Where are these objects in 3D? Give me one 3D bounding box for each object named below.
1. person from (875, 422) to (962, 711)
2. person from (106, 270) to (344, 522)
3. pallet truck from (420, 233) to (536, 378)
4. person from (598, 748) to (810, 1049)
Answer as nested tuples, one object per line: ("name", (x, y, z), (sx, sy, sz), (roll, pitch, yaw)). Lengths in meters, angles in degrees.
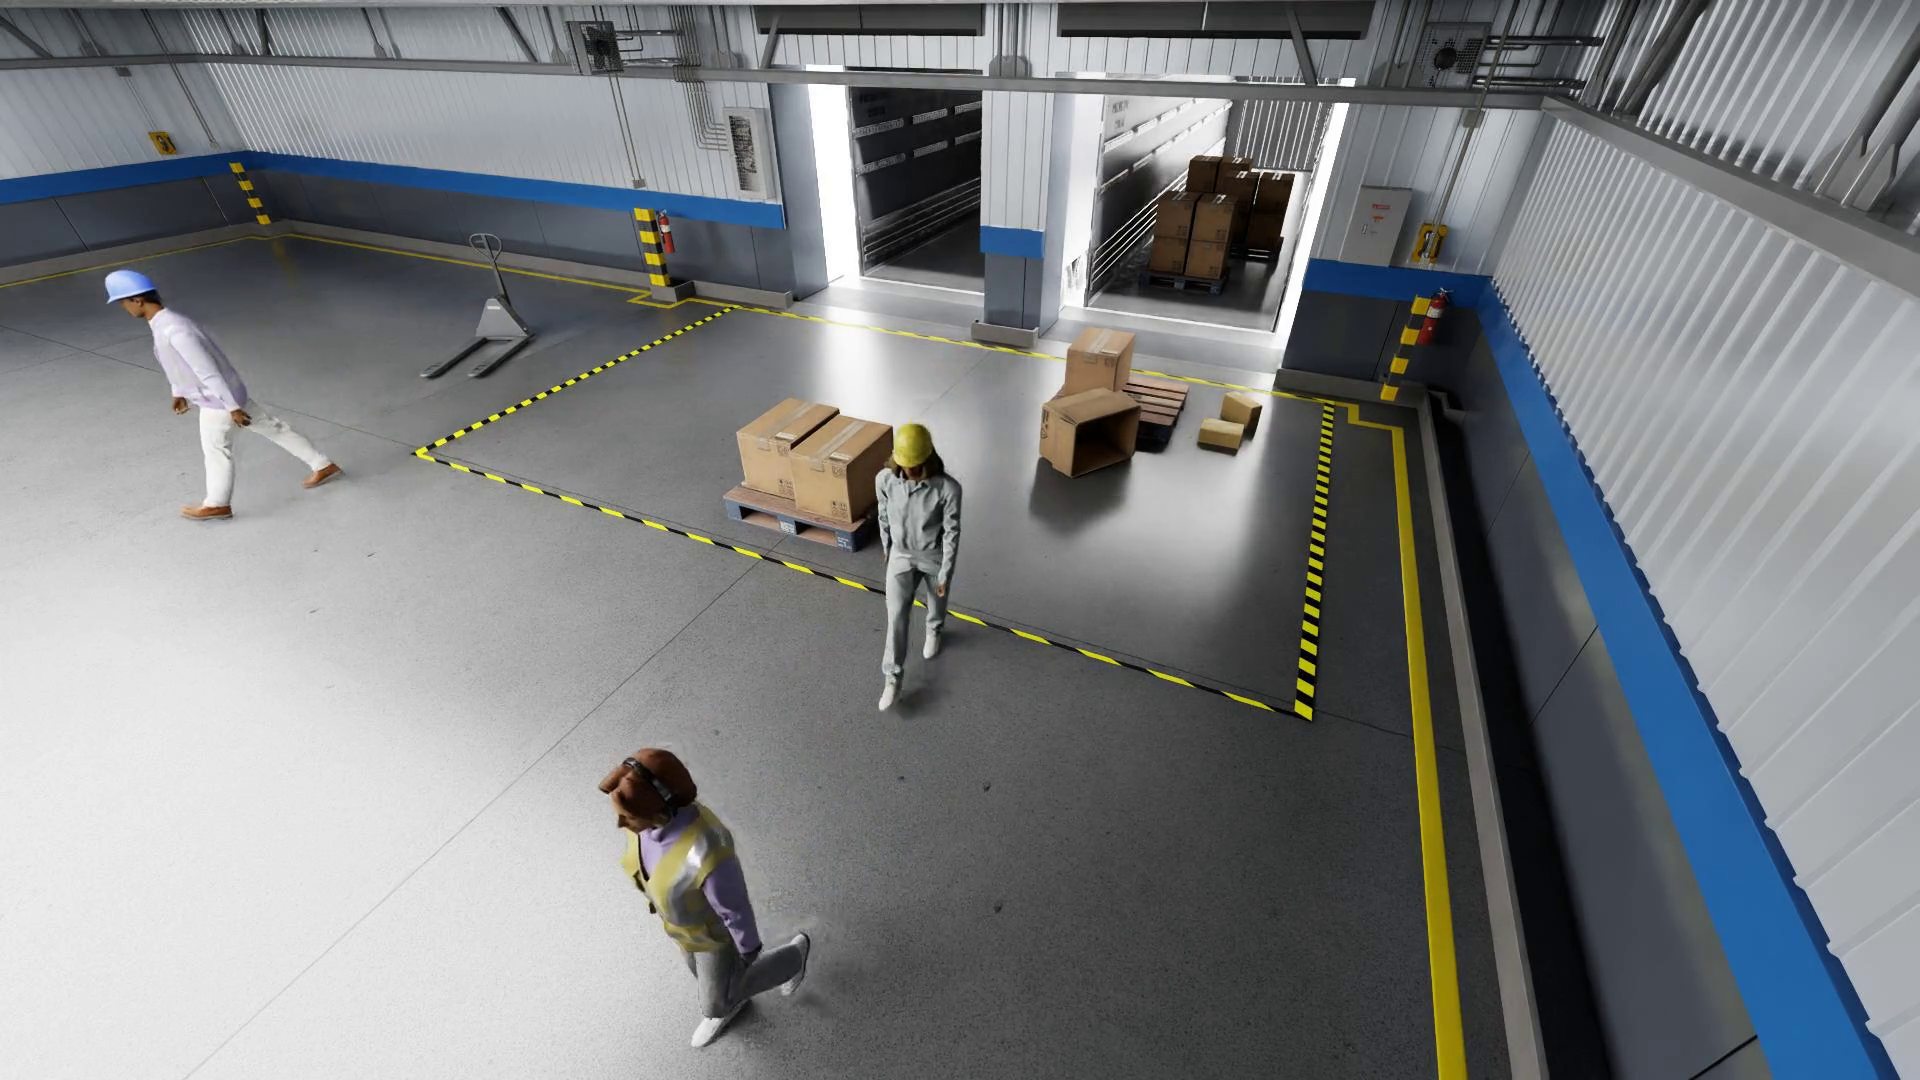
("person", (-0.238, 0.152, 3.997), (0.483, 1.700, 0.830), (6, 36, 8))
("person", (-5.762, -1.089, 5.597), (1.066, 1.872, 0.608), (-30, 45, -35))
("pallet truck", (-5.664, -2.712, 8.427), (0.680, 1.201, 1.601), (0, 35, -1))
("person", (-0.845, 1.245, 2.544), (0.518, 1.625, 0.512), (26, 43, 31))
